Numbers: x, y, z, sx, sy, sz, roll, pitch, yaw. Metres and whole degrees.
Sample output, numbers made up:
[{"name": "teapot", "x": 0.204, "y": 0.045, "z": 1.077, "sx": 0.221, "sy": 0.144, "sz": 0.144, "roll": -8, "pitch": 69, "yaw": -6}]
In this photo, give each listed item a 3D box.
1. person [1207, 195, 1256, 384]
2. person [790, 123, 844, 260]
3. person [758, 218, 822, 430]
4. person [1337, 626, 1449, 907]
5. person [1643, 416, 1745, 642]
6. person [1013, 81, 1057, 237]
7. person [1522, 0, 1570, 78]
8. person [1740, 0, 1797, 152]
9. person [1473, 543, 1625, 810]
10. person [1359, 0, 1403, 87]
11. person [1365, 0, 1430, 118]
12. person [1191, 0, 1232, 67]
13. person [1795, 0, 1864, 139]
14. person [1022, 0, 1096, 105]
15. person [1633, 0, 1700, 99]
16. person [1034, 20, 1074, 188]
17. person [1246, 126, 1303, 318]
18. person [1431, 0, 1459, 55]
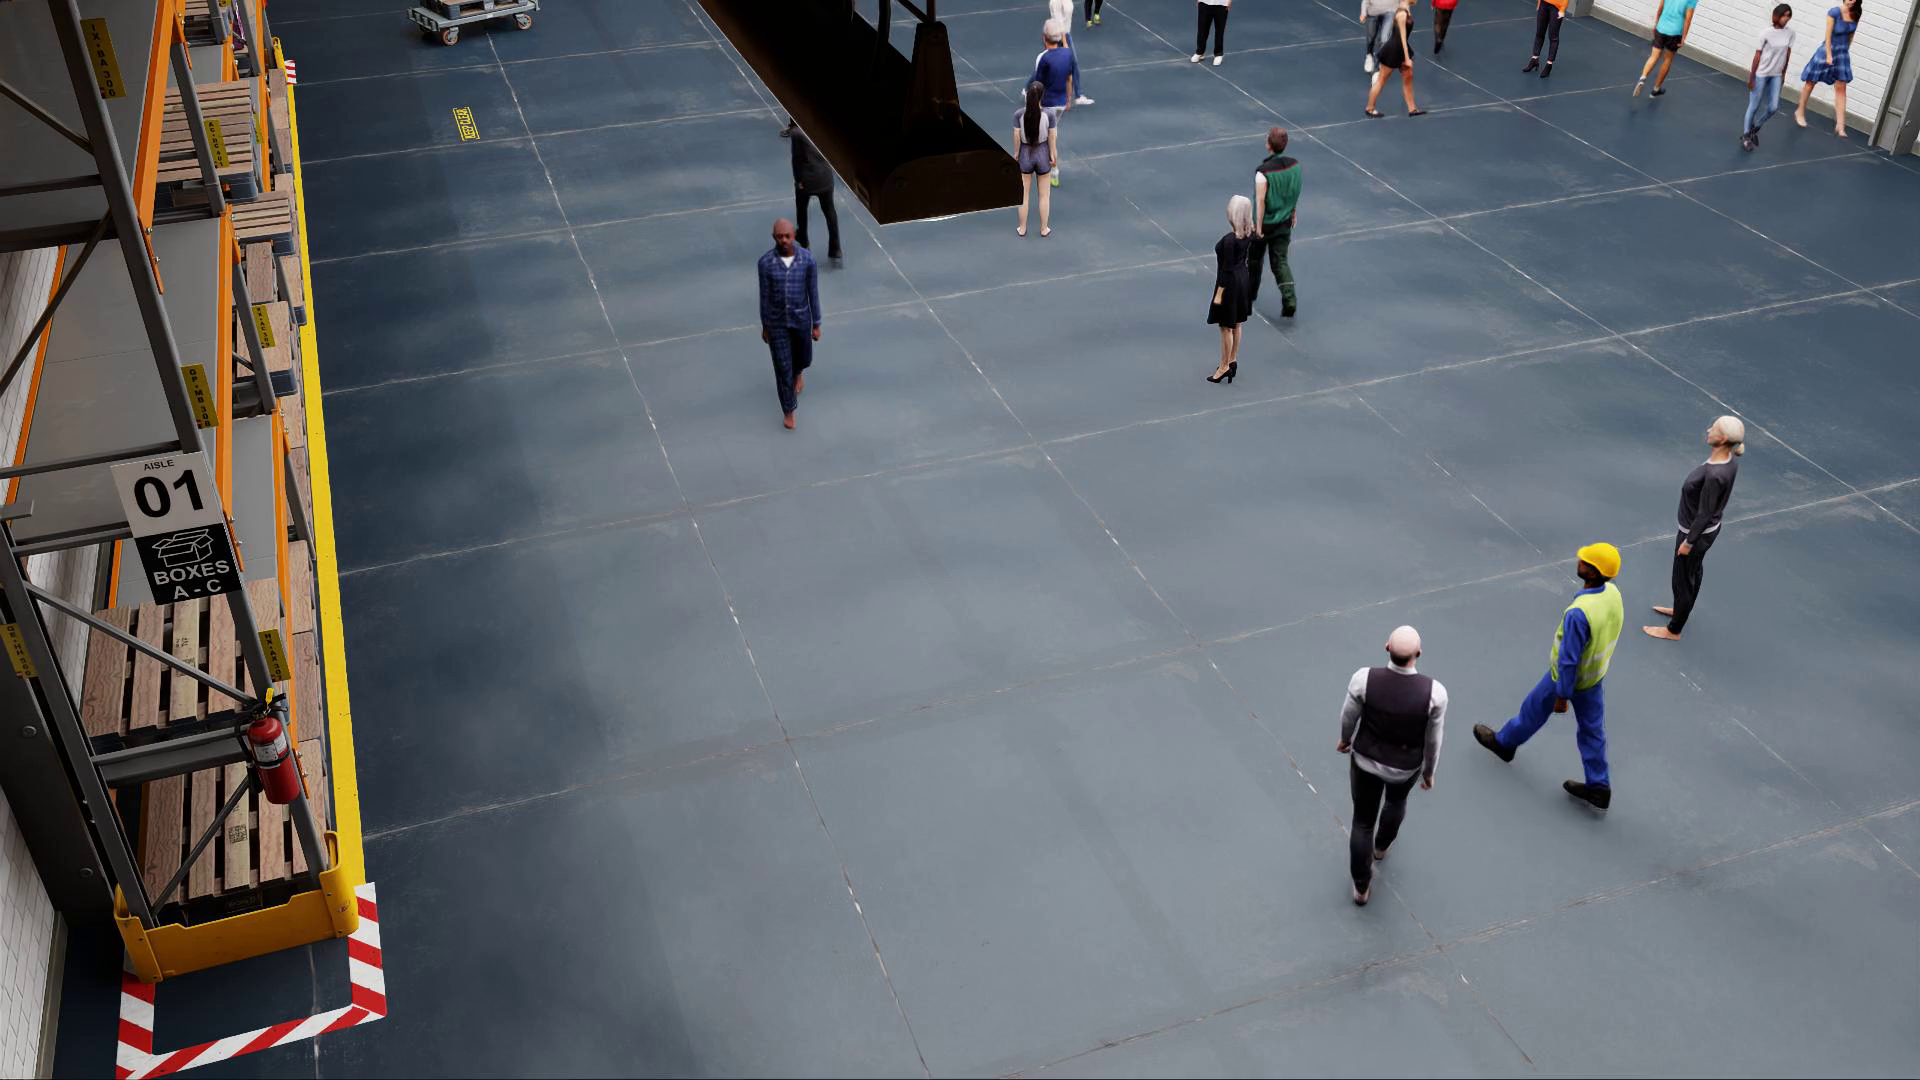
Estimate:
[{"name": "person", "x": 2.379, "y": -2.203, "z": 14.608, "sx": 0.738, "sy": 1.747, "sz": 0.698, "roll": 20, "pitch": 38, "yaw": 27}, {"name": "person", "x": -1.426, "y": -3.662, "z": 16.802, "sx": 0.676, "sy": 1.748, "sz": 1.123, "roll": -14, "pitch": 36, "yaw": -20}, {"name": "person", "x": -1.461, "y": -1.898, "z": 14.104, "sx": 0.764, "sy": 1.796, "sz": 1.081, "roll": -6, "pitch": 34, "yaw": -9}, {"name": "person", "x": 2.362, "y": 1.309, "z": 9.274, "sx": 0.991, "sy": 1.803, "sz": 1.081, "roll": 9, "pitch": 35, "yaw": 13}, {"name": "person", "x": 5.098, "y": -0.094, "z": 11.454, "sx": 0.706, "sy": 1.727, "sz": 0.679, "roll": 20, "pitch": 39, "yaw": 28}, {"name": "person", "x": 0.780, "y": -3.968, "z": 17.350, "sx": 0.664, "sy": 1.651, "sz": 0.652, "roll": 2, "pitch": 34, "yaw": 3}, {"name": "person", "x": 7.772, "y": -6.988, "z": 21.804, "sx": 0.722, "sy": 1.750, "sz": 0.558, "roll": -19, "pitch": 38, "yaw": -26}, {"name": "person", "x": 9.432, "y": -5.450, "z": 19.520, "sx": 0.696, "sy": 1.716, "sz": 0.715, "roll": -1, "pitch": 34, "yaw": -1}, {"name": "person", "x": 3.770, "y": 0.843, "z": 10.003, "sx": 0.967, "sy": 1.772, "sz": 1.283, "roll": -25, "pitch": 41, "yaw": -32}, {"name": "person", "x": 5.472, "y": -6.889, "z": 21.592, "sx": 1.101, "sy": 1.820, "sz": 1.329, "roll": 6, "pitch": 34, "yaw": 9}, {"name": "person", "x": 5.248, "y": -5.967, "z": 20.360, "sx": 1.044, "sy": 1.648, "sz": 0.980, "roll": 16, "pitch": 37, "yaw": 22}, {"name": "person", "x": 3.402, "y": -7.232, "z": 22.229, "sx": 0.750, "sy": 1.685, "sz": 0.823, "roll": 18, "pitch": 38, "yaw": 25}, {"name": "person", "x": 10.361, "y": -5.745, "z": 19.933, "sx": 0.752, "sy": 1.750, "sz": 1.147, "roll": -6, "pitch": 34, "yaw": -10}, {"name": "person", "x": 1.134, "y": -6.230, "z": 20.729, "sx": 1.189, "sy": 1.677, "sz": 1.107, "roll": 14, "pitch": 36, "yaw": 20}, {"name": "person", "x": 8.849, "y": -6.330, "z": 20.820, "sx": 1.025, "sy": 1.742, "sz": 0.977, "roll": 26, "pitch": 41, "yaw": 33}, {"name": "person", "x": 1.077, "y": -4.824, "z": 18.477, "sx": 0.775, "sy": 1.828, "sz": 0.819, "roll": -25, "pitch": 41, "yaw": -33}, {"name": "person", "x": 2.987, "y": -2.959, "z": 15.694, "sx": 0.712, "sy": 1.804, "sz": 1.168, "roll": -13, "pitch": 36, "yaw": -18}, {"name": "person", "x": 6.617, "y": -7.271, "z": 22.668, "sx": 0.710, "sy": 1.265, "sz": 0.905, "roll": 3, "pitch": 34, "yaw": 4}]
